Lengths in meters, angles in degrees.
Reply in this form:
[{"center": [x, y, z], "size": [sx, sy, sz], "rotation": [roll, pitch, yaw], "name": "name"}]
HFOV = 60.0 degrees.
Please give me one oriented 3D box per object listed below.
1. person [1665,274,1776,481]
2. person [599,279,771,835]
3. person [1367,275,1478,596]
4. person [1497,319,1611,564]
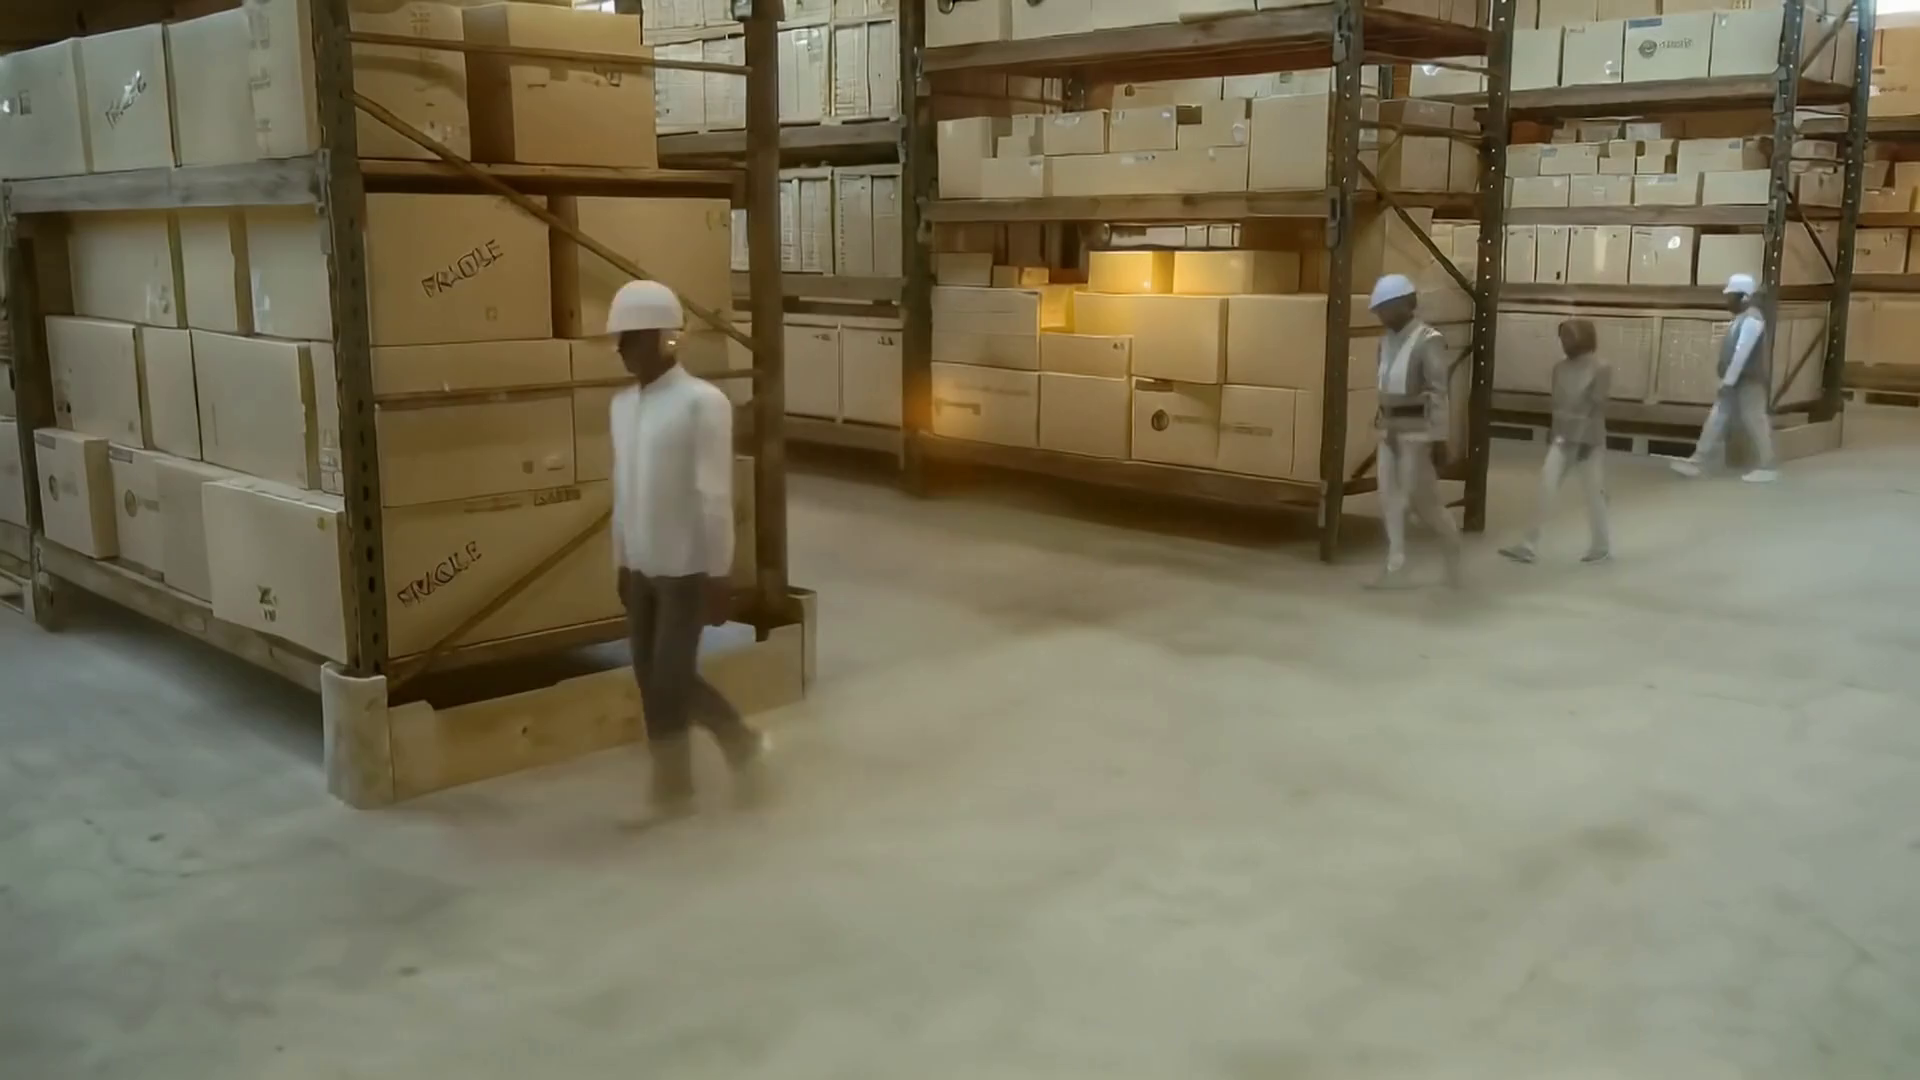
[{"center": [6.706, -1.401, 14.460], "size": [0.915, 1.781, 0.606], "rotation": [2, 11, 11], "name": "person"}, {"center": [-1.014, 0.074, 5.900], "size": [0.647, 1.978, 0.486], "rotation": [9, 14, 42], "name": "person"}, {"center": [2.731, -0.625, 9.944], "size": [0.666, 1.896, 0.650], "rotation": [-5, 12, -26], "name": "person"}, {"center": [3.910, -0.614, 10.690], "size": [0.849, 1.593, 0.527], "rotation": [-5, 11, -24], "name": "person"}]
